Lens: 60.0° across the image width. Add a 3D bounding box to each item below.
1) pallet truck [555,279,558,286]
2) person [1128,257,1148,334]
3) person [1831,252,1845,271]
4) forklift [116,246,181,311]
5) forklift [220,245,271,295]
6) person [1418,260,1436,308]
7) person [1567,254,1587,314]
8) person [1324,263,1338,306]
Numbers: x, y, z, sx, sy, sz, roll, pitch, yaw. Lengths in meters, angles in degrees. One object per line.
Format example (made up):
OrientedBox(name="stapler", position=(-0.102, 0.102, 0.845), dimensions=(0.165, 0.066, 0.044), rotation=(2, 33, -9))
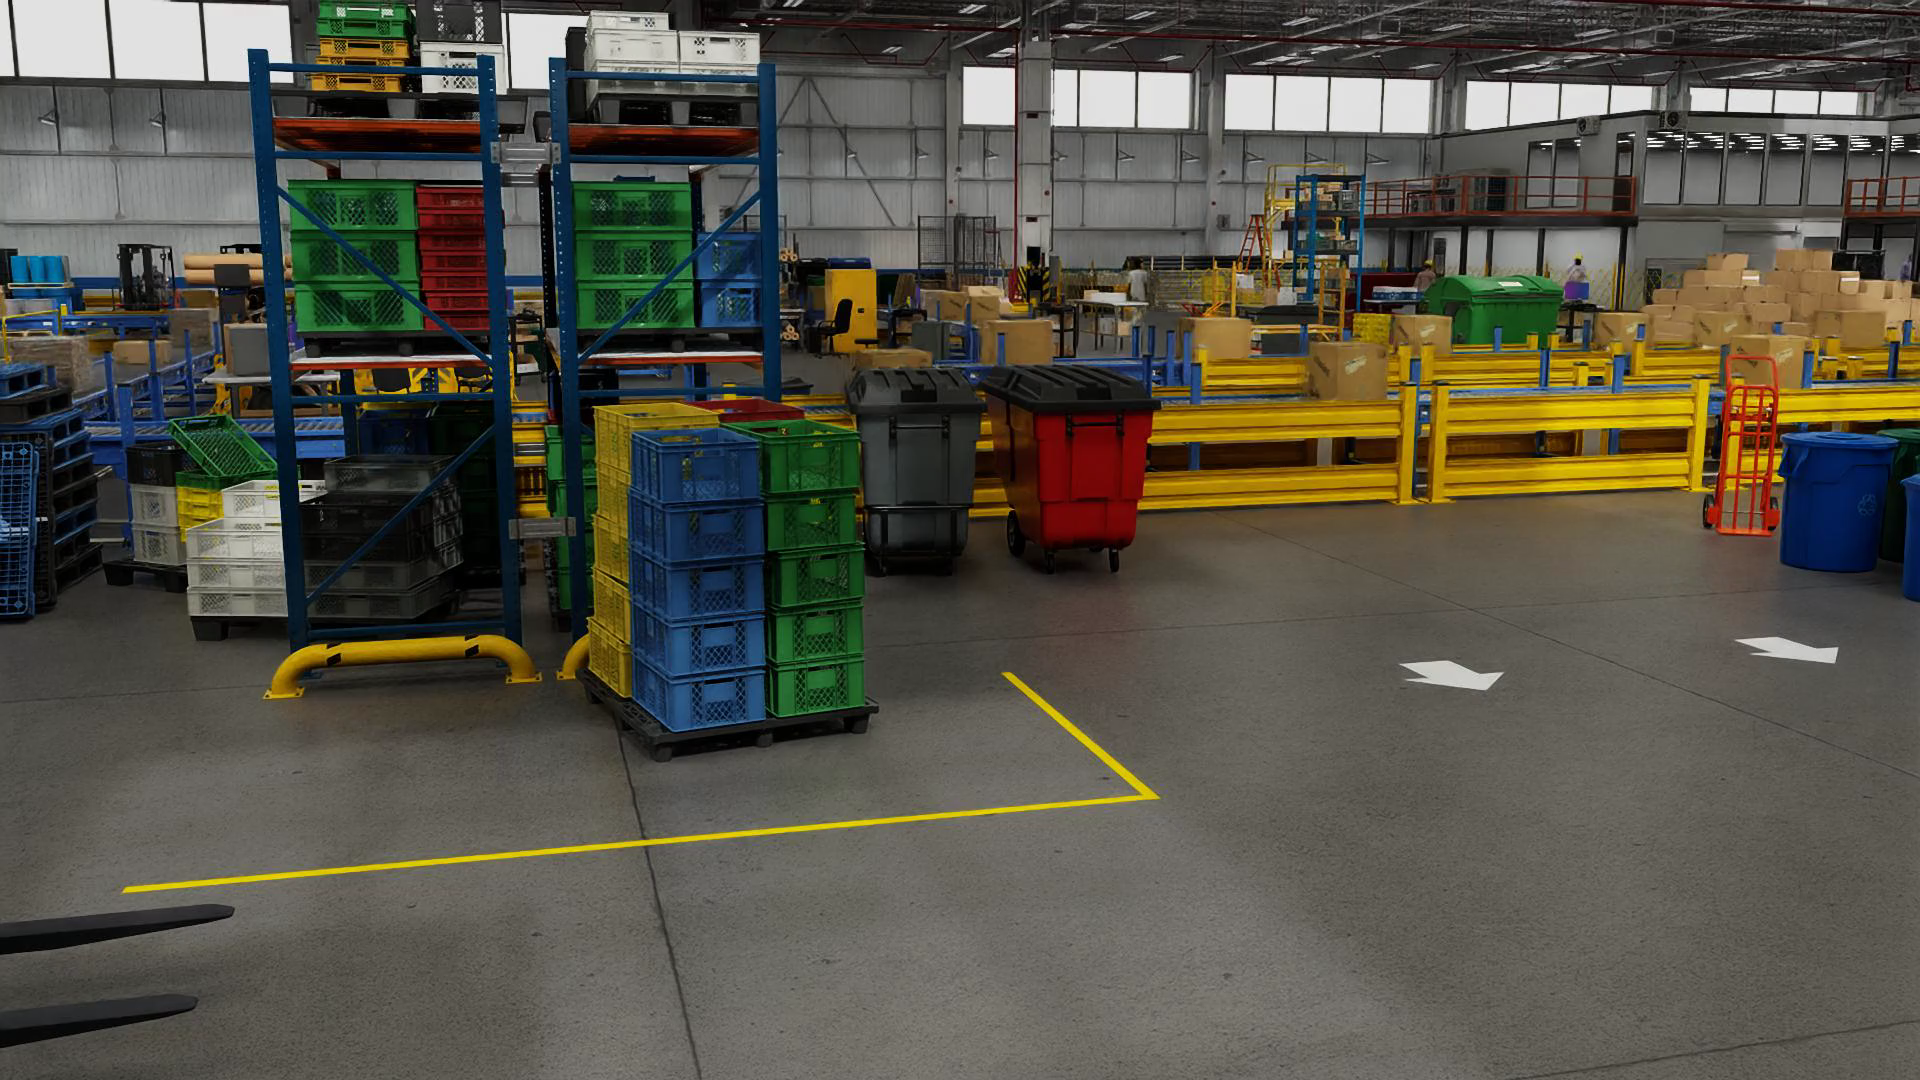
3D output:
OrientedBox(name="pallet truck", position=(-10.604, -6.375, 44.520), dimensions=(0.653, 1.274, 1.630), rotation=(-3, 10, -15))
OrientedBox(name="person", position=(4.350, -5.925, 40.392), dimensions=(0.552, 1.857, 0.493), rotation=(6, 11, 29))
OrientedBox(name="person", position=(22.947, -6.637, 43.911), dimensions=(0.746, 2.000, 0.879), rotation=(8, 13, 39))
OrientedBox(name="forklift", position=(-19.966, -6.232, 40.894), dimensions=(1.157, 1.987, 2.680), rotation=(-3, 10, -15))
OrientedBox(name="forklift", position=(-17.749, -6.334, 41.440), dimensions=(1.157, 1.987, 2.680), rotation=(-3, 10, -17))
OrientedBox(name="person", position=(12.691, -6.725, 45.215), dimensions=(0.519, 1.761, 0.335), rotation=(9, 14, 42))
OrientedBox(name="person", position=(19.308, -7.976, 51.921), dimensions=(0.605, 1.880, 0.947), rotation=(-2, 10, -13))
OrientedBox(name="person", position=(11.488, -7.954, 51.879), dimensions=(0.598, 1.866, 0.619), rotation=(6, 12, 30))
